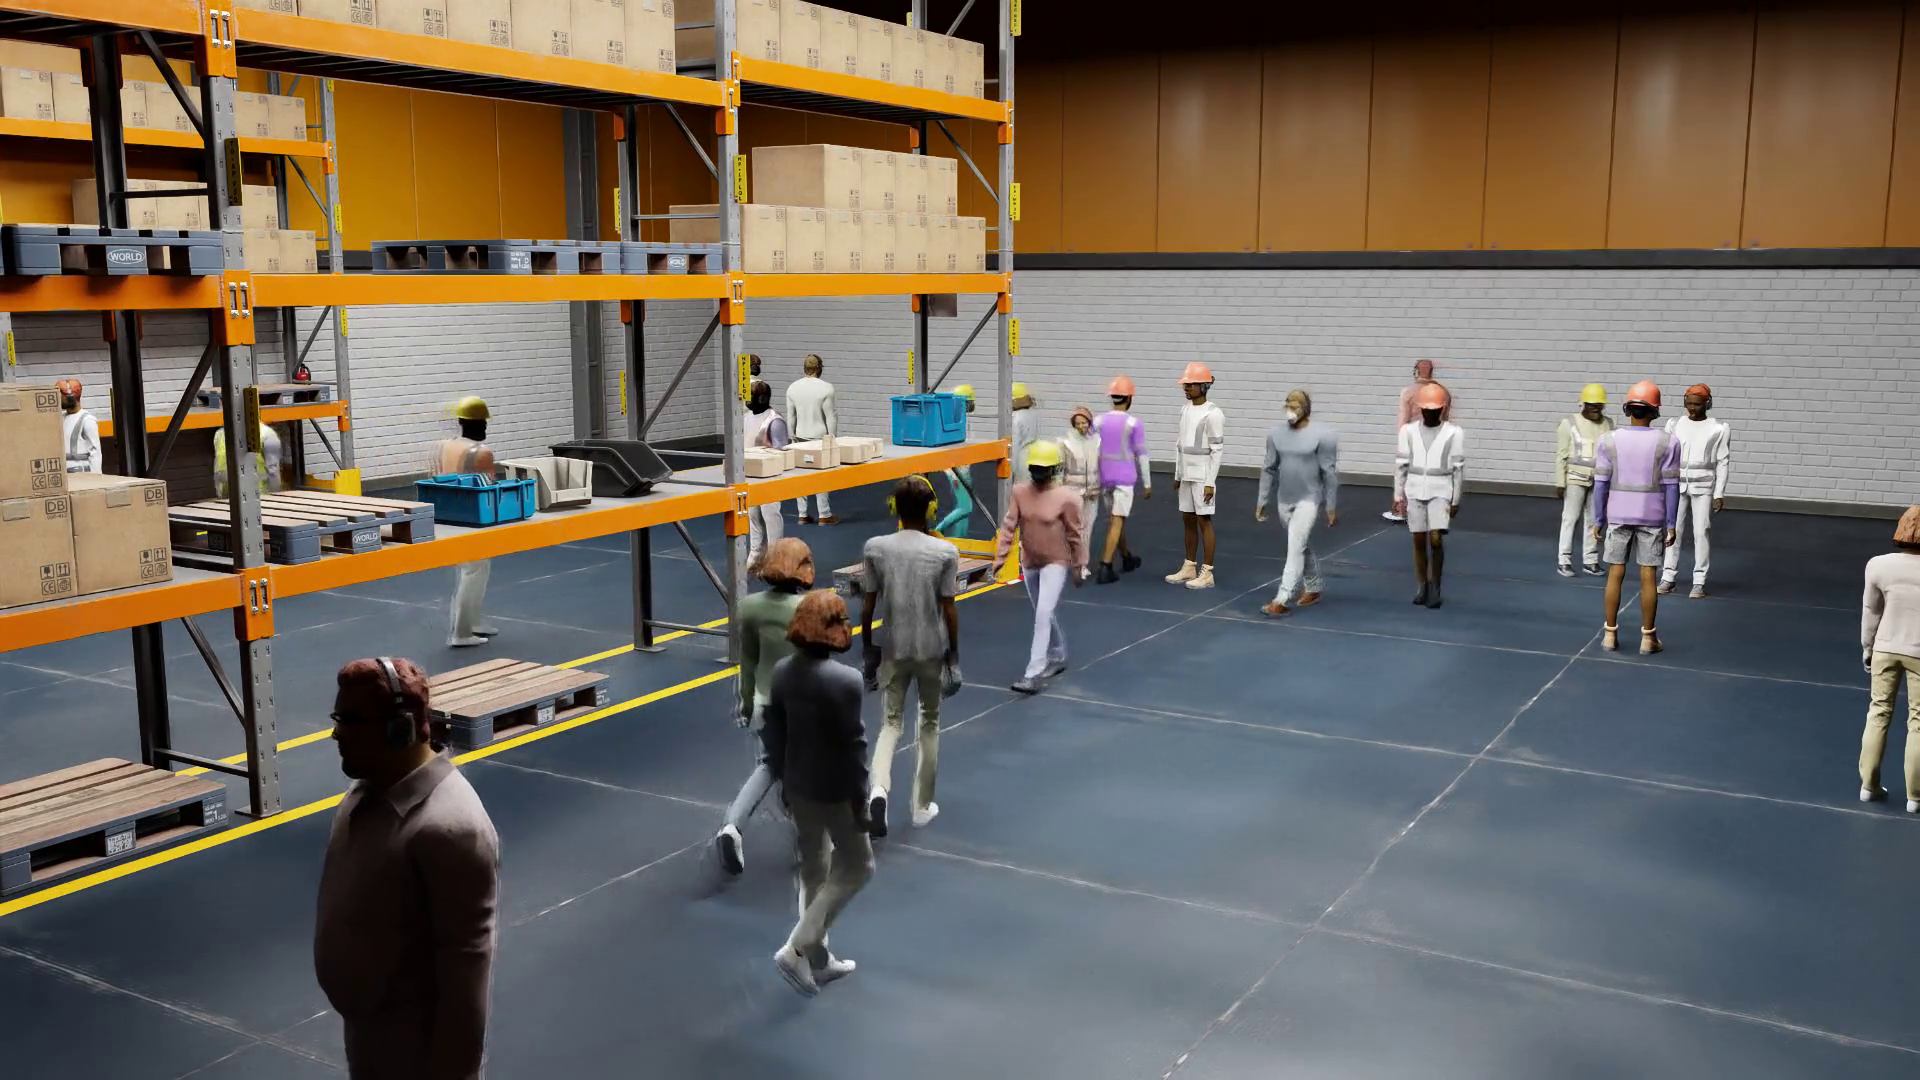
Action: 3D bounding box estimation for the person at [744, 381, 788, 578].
[{"bbox_3d":[-1.866,-0.567,15.579,0.430,1.845,0.623,-7,12,-38],"label":"person"}]

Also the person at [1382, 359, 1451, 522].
[{"bbox_3d":[5.149,-1.099,18.774,0.683,1.872,0.850,-2,9,-15],"label":"person"}]

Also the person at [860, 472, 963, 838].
[{"bbox_3d":[-0.253,0.590,8.353,0.523,1.849,0.696,2,9,11],"label":"person"}]

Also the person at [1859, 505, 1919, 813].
[{"bbox_3d":[5.030,0.624,8.821,0.277,1.629,0.496,-7,11,-37],"label":"person"}]

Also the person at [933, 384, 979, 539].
[{"bbox_3d":[-0.031,-0.669,16.490,0.455,1.748,0.541,2,9,11],"label":"person"}]

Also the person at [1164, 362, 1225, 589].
[{"bbox_3d":[2.125,-0.580,15.033,0.370,2.044,0.608,-5,10,-26],"label":"person"}]

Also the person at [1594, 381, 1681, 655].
[{"bbox_3d":[5.056,-0.165,12.446,0.604,2.044,0.375,5,11,30],"label":"person"}]

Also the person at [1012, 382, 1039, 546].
[{"bbox_3d":[0.649,-0.775,17.229,0.446,1.715,0.515,5,10,29],"label":"person"}]

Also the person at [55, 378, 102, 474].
[{"bbox_3d":[-8.099,-0.544,15.303,0.573,1.885,0.357,7,12,38],"label":"person"}]

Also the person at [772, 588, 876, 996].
[{"bbox_3d":[-0.561,0.995,6.500,0.522,1.619,0.411,9,13,44],"label":"person"}]

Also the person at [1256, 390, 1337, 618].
[{"bbox_3d":[2.806,-0.315,13.898,1.038,1.883,0.655,-9,13,-44],"label":"person"}]

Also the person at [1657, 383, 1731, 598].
[{"bbox_3d":[6.424,-0.434,14.611,0.572,1.887,0.356,8,12,40],"label":"person"}]

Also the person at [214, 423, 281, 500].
[{"bbox_3d":[-6.116,-0.361,14.362,0.632,1.821,0.731,2,9,14],"label":"person"}]

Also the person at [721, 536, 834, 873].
[{"bbox_3d":[-0.858,0.792,7.835,0.500,1.610,0.638,5,10,29],"label":"person"}]

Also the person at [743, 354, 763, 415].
[{"bbox_3d":[-2.579,-1.384,20.677,0.633,1.843,0.429,9,13,43],"label":"person"}]

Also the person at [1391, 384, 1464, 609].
[{"bbox_3d":[3.955,-0.369,14.118,0.545,1.909,0.607,5,11,30],"label":"person"}]

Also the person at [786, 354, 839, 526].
[{"bbox_3d":[-1.650,-1.125,18.763,0.627,1.940,0.372,4,10,26],"label":"person"}]

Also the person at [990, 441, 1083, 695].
[{"bbox_3d":[0.555,0.173,11.367,0.528,1.715,0.936,6,11,34],"label":"person"}]

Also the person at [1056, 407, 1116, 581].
[{"bbox_3d":[1.171,-0.420,15.373,0.527,1.604,0.775,-2,9,-13],"label":"person"}]

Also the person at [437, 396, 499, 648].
[{"bbox_3d":[-3.684,-0.143,12.714,0.612,1.908,0.682,7,12,38],"label":"person"}]

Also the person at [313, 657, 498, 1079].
[{"bbox_3d":[-1.377,1.239,4.225,0.511,1.923,0.670,-8,12,-41],"label":"person"}]

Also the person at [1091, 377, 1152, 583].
[{"bbox_3d":[1.503,-0.573,15.473,0.551,1.885,0.960,8,12,40],"label":"person"}]

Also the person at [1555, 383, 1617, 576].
[{"bbox_3d":[5.887,-0.565,15.638,0.610,1.822,0.404,-1,9,-8],"label":"person"}]
